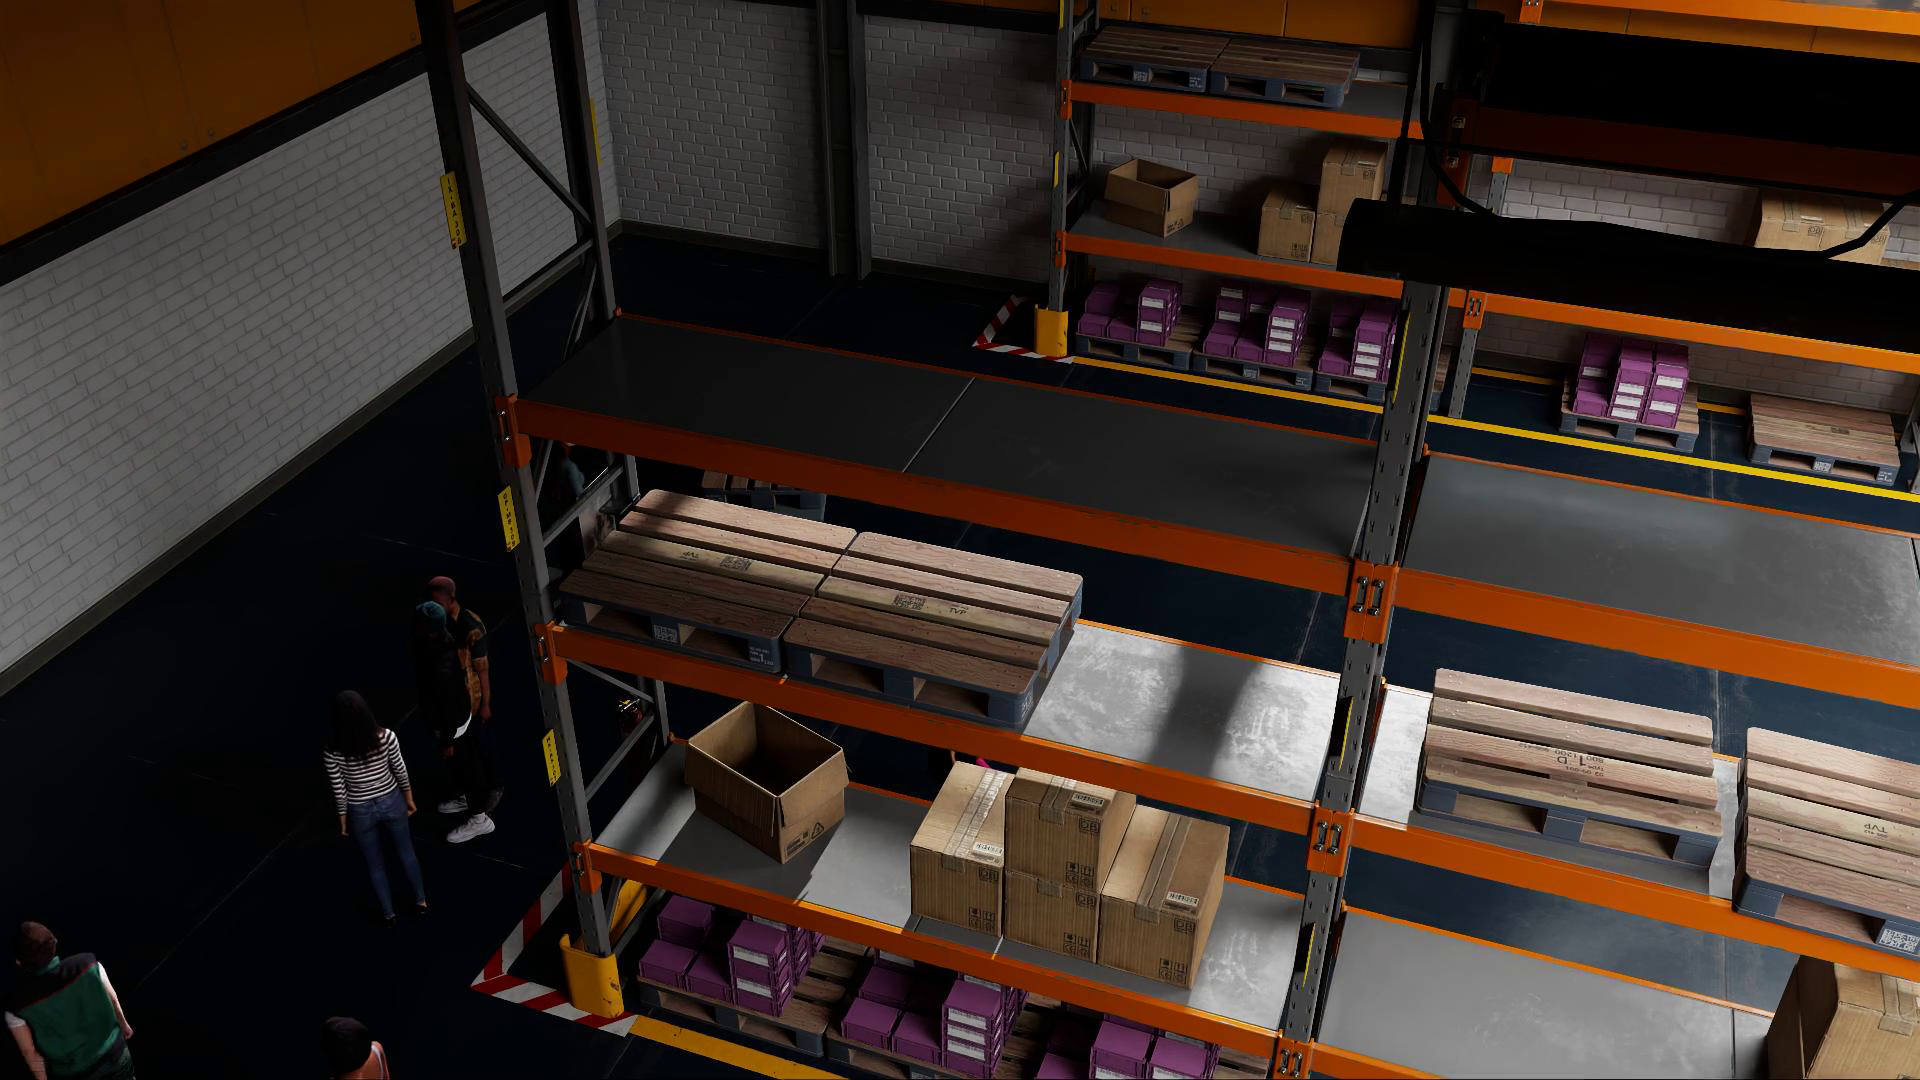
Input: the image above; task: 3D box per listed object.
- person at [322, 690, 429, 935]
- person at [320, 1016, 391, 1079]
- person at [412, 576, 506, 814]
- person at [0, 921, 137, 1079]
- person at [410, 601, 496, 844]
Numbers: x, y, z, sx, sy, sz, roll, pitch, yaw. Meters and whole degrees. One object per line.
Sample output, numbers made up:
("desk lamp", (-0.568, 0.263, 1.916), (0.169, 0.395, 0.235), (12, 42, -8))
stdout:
("person", (-3.508, 1.640, 9.989), (0.665, 1.795, 0.705), (-18, 37, -24))
("person", (-2.872, 2.932, 8.134), (0.520, 1.696, 0.587), (13, 36, 19))
("person", (-3.288, 0.993, 10.951), (0.593, 1.808, 0.755), (10, 35, 14))
("person", (-4.414, 2.666, 8.443), (0.996, 1.797, 1.258), (-29, 43, -36))
("person", (-3.294, 1.141, 10.719), (0.810, 1.818, 0.760), (-13, 36, -18))
